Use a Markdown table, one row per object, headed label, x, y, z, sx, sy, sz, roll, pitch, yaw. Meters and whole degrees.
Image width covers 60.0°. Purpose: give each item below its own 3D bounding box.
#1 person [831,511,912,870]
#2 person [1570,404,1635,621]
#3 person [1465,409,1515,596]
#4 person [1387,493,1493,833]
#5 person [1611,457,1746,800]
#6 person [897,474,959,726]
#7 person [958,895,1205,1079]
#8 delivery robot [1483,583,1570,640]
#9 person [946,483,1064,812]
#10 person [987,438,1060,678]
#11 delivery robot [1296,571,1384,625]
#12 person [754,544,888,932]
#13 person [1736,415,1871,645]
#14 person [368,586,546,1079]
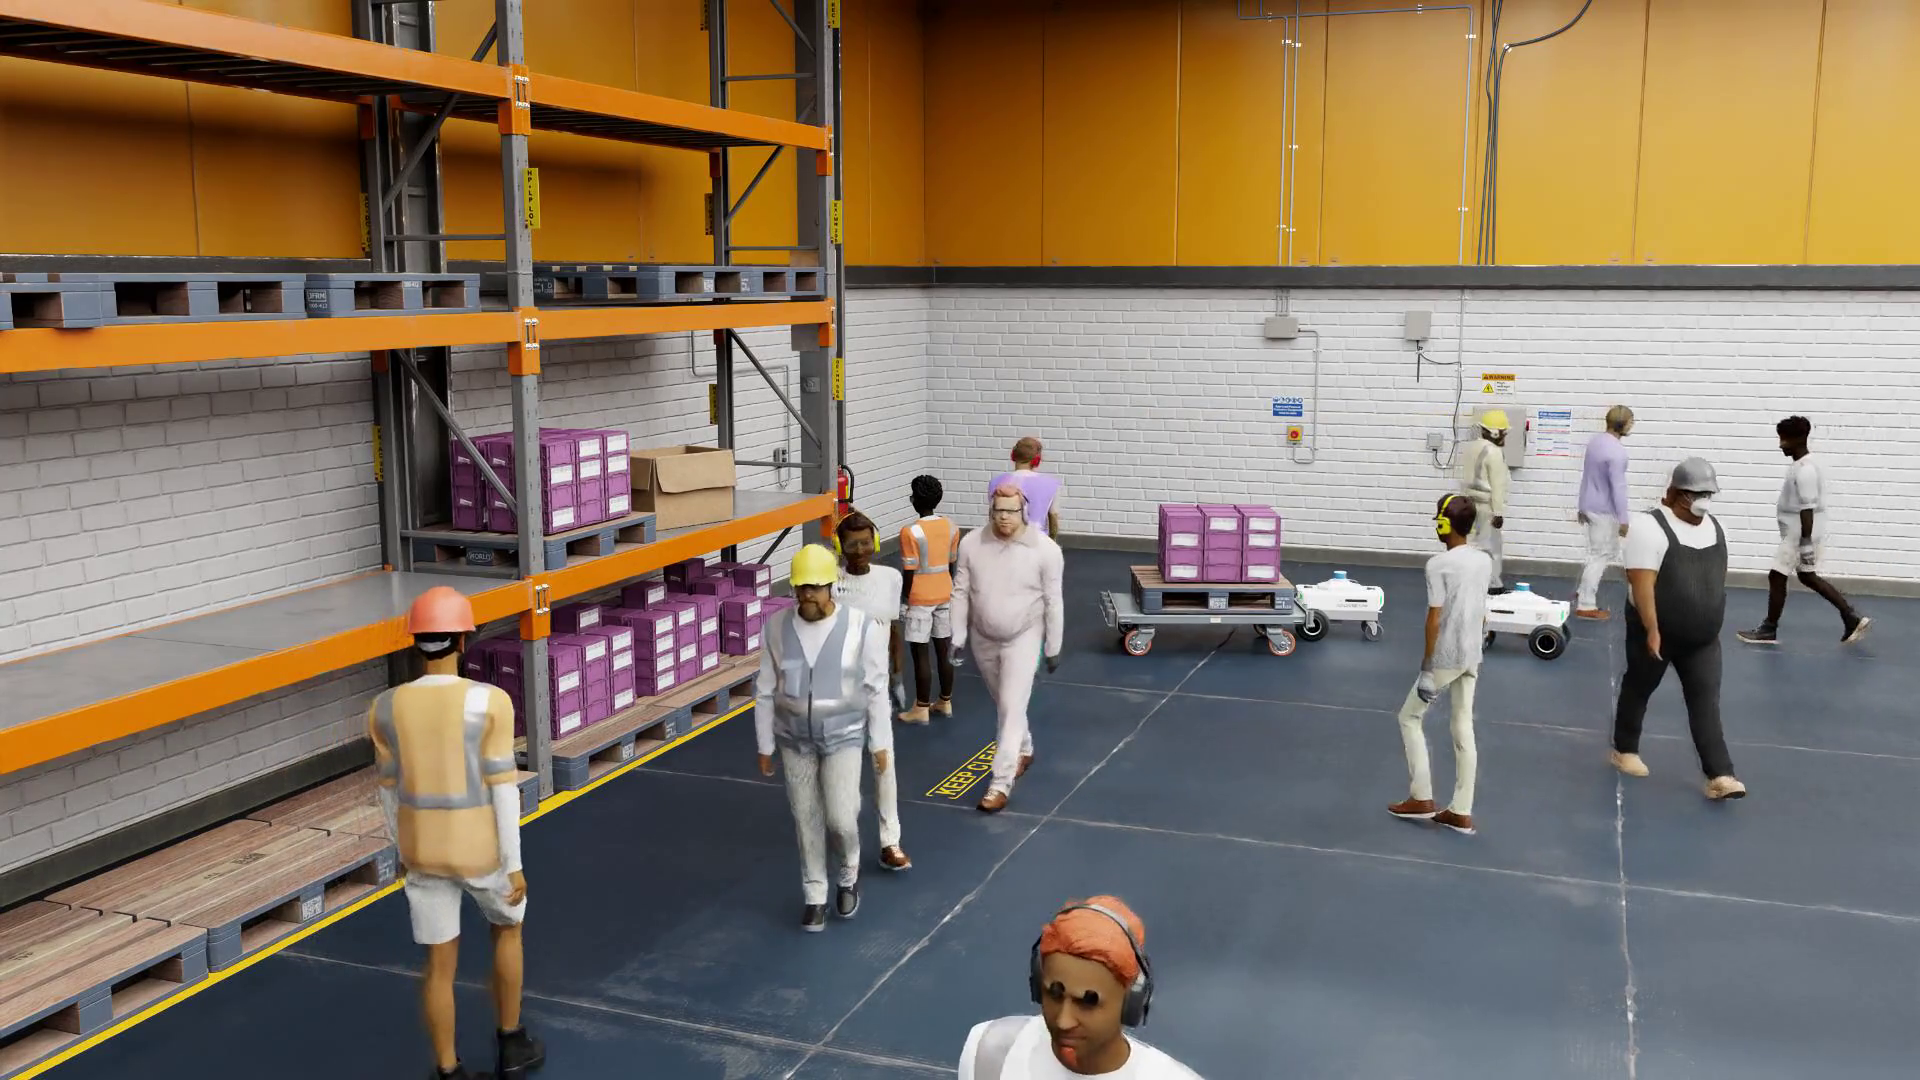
| label | x | y | z | sx | sy | sz | roll | pitch | yaw |
| --- | --- | --- | --- | --- | --- | --- | --- | --- | --- |
| person | -0.486 | 0.779 | 8.504 | 0.529 | 1.823 | 0.901 | -3 | 9 | -16 |
| person | 5.637 | -0.234 | 14.591 | 0.474 | 1.913 | 0.678 | 0 | 9 | 0 |
| person | 4.841 | -0.326 | 15.538 | 0.784 | 1.797 | 0.581 | 0 | 9 | 1 |
| person | 2.641 | 0.661 | 9.156 | 0.577 | 1.848 | 0.623 | -5 | 11 | -30 |
| person | 4.232 | 0.469 | 9.769 | 0.686 | 2.000 | 1.037 | -1 | 9 | -8 |
| person | -0.226 | 0.402 | 11.267 | 0.316 | 1.696 | 0.540 | 8 | 12 | 39 |
| person | 0.237 | 1.592 | 3.272 | 0.595 | 1.890 | 0.538 | 5 | 10 | 30 |
| delivery robot | 4.518 | 0.587 | 13.386 | 0.707 | 0.478 | 0.477 | 4 | 10 | 26 |
| person | 0.272 | 0.579 | 9.697 | 0.631 | 1.853 | 1.044 | 4 | 10 | 25 |
| person | 0.470 | 0.113 | 12.780 | 0.571 | 1.794 | 0.892 | -1 | 9 | -7 |
| delivery robot | 3.175 | 0.503 | 13.916 | 0.707 | 0.478 | 0.477 | 1 | 9 | 7 |
| person | -0.649 | 0.913 | 7.671 | 0.621 | 1.819 | 0.426 | 2 | 9 | 11 |
| person | 6.897 | -0.058 | 13.477 | 0.886 | 1.918 | 0.644 | 5 | 11 | 30 |
| person | -1.832 | 1.116 | 6.124 | 0.571 | 1.902 | 0.719 | 1 | 9 | 5 |
